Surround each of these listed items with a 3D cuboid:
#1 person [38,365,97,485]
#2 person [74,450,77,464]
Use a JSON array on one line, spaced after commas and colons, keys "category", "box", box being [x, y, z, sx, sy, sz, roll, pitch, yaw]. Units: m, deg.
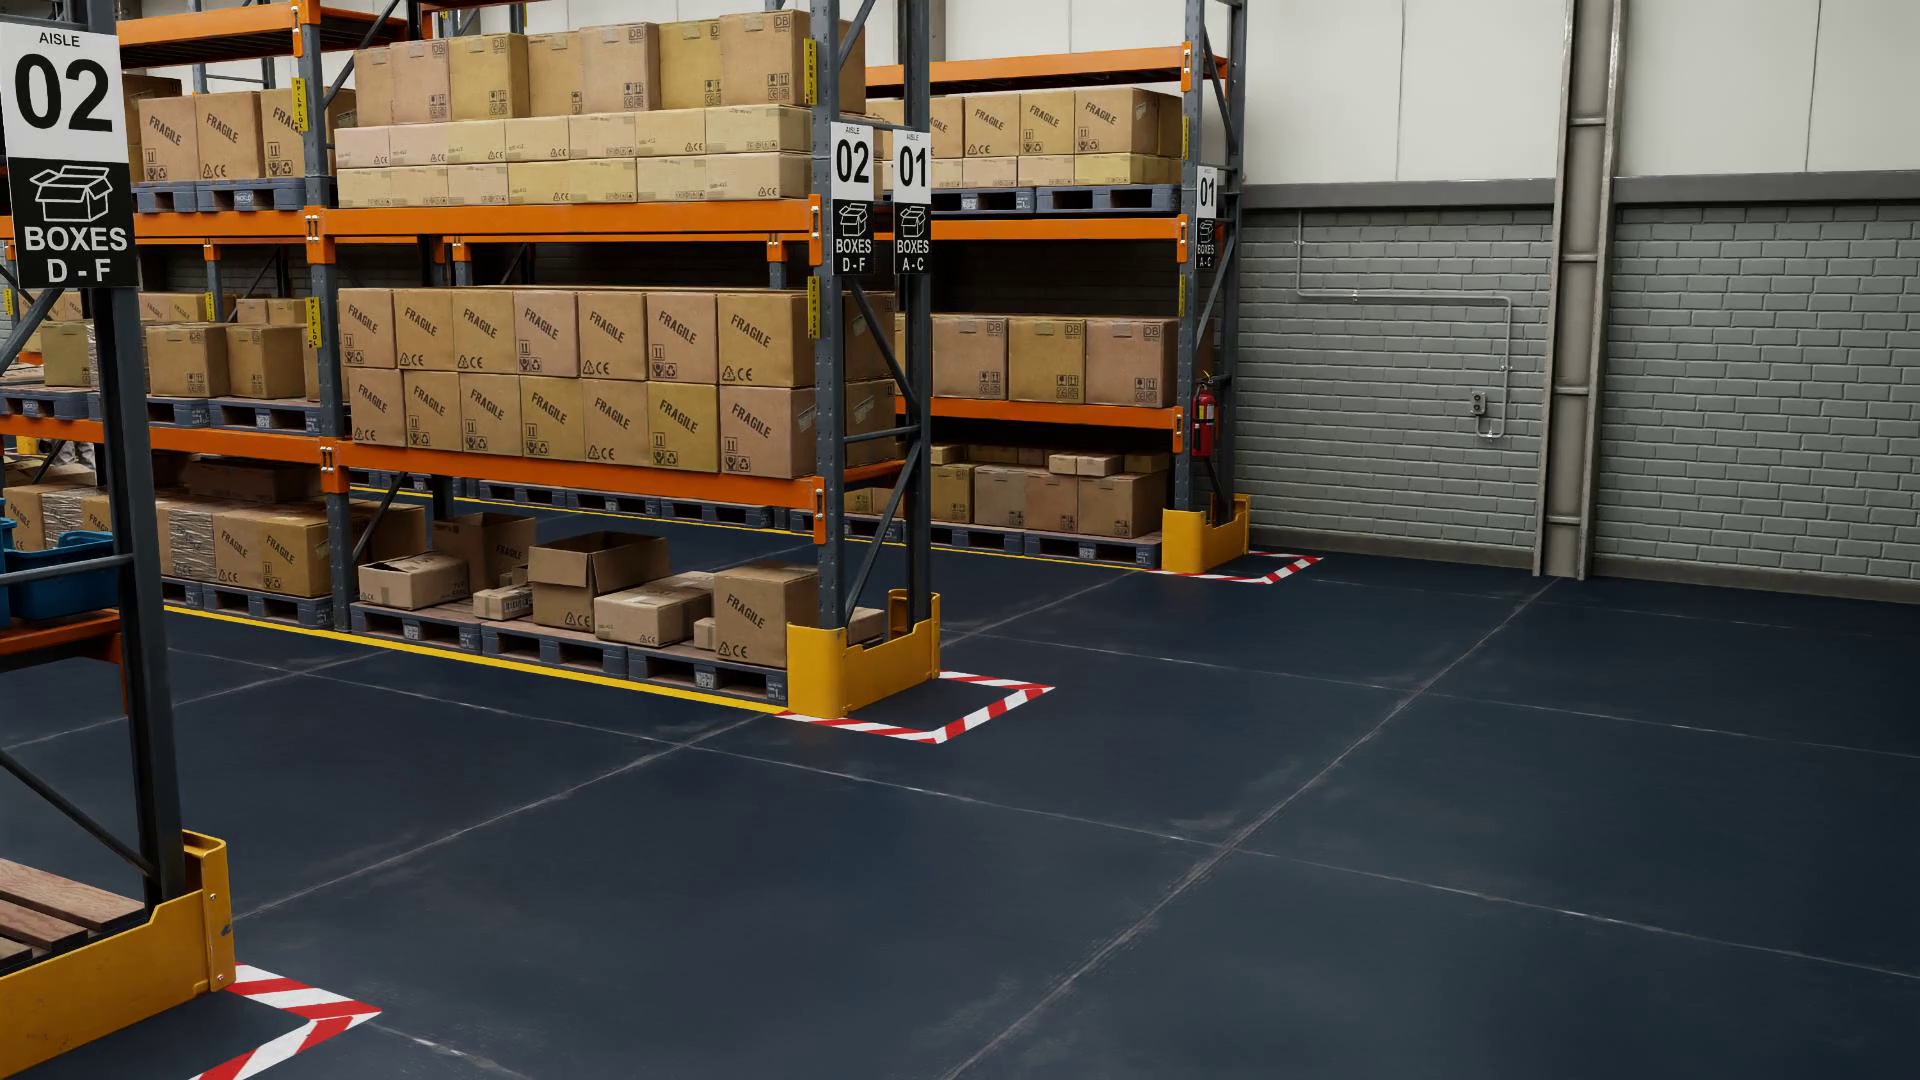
[{"category": "person", "box": [-8.086, -0.975, 15.110, 0.359, 1.882, 0.575, 6, 11, 32]}, {"category": "person", "box": [-10.213, -1.515, 19.028, 0.280, 1.624, 0.494, -1, 10, -5]}]
